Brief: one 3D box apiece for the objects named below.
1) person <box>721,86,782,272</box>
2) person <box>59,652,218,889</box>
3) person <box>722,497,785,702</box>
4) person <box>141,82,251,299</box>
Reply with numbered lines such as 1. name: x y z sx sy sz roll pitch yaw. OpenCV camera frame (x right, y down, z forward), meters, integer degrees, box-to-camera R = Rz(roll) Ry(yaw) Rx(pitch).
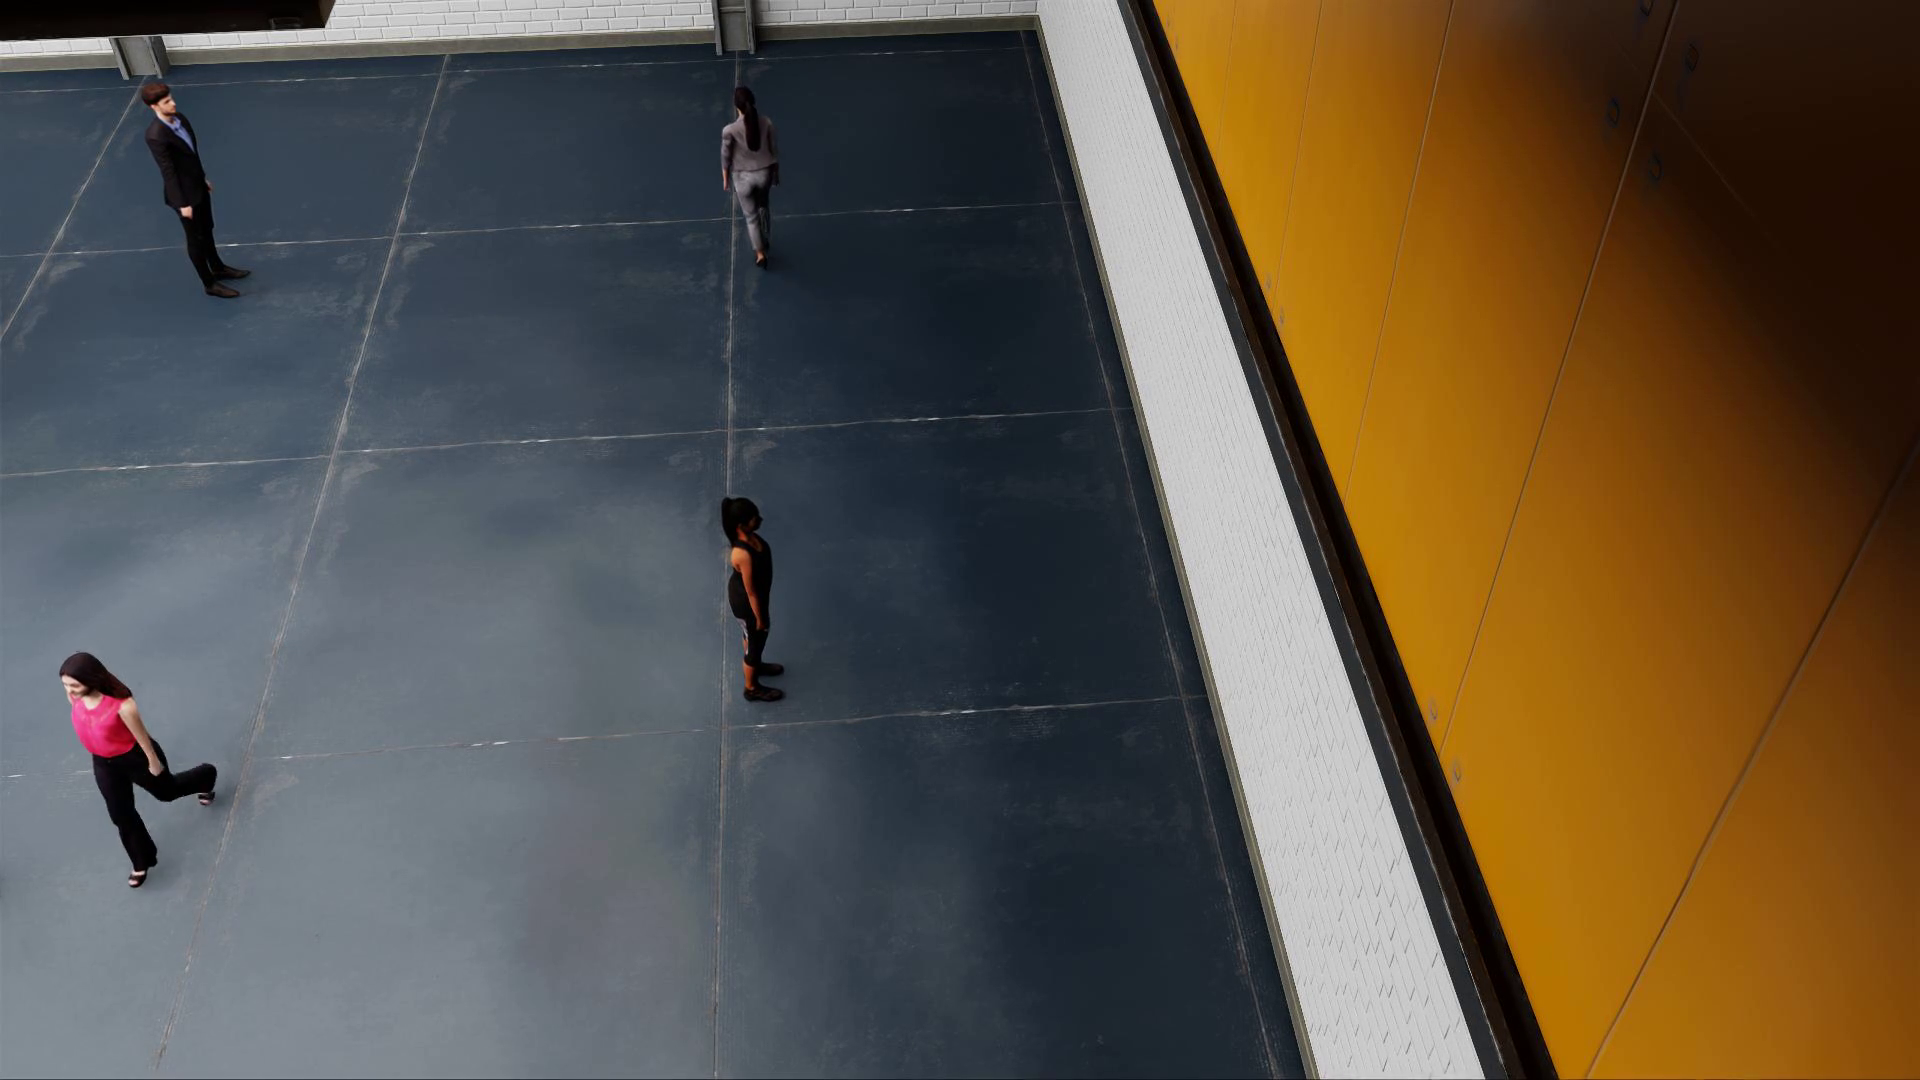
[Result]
1. person: -1.699 -2.963 13.886 0.703 1.665 0.793 -18 47 -18
2. person: -4.713 1.211 9.532 1.052 1.628 0.864 9 44 9
3. person: -1.315 0.352 10.407 0.531 1.664 0.583 -7 44 -8
4. person: -6.340 -2.886 13.640 0.645 1.893 0.713 1 44 1
